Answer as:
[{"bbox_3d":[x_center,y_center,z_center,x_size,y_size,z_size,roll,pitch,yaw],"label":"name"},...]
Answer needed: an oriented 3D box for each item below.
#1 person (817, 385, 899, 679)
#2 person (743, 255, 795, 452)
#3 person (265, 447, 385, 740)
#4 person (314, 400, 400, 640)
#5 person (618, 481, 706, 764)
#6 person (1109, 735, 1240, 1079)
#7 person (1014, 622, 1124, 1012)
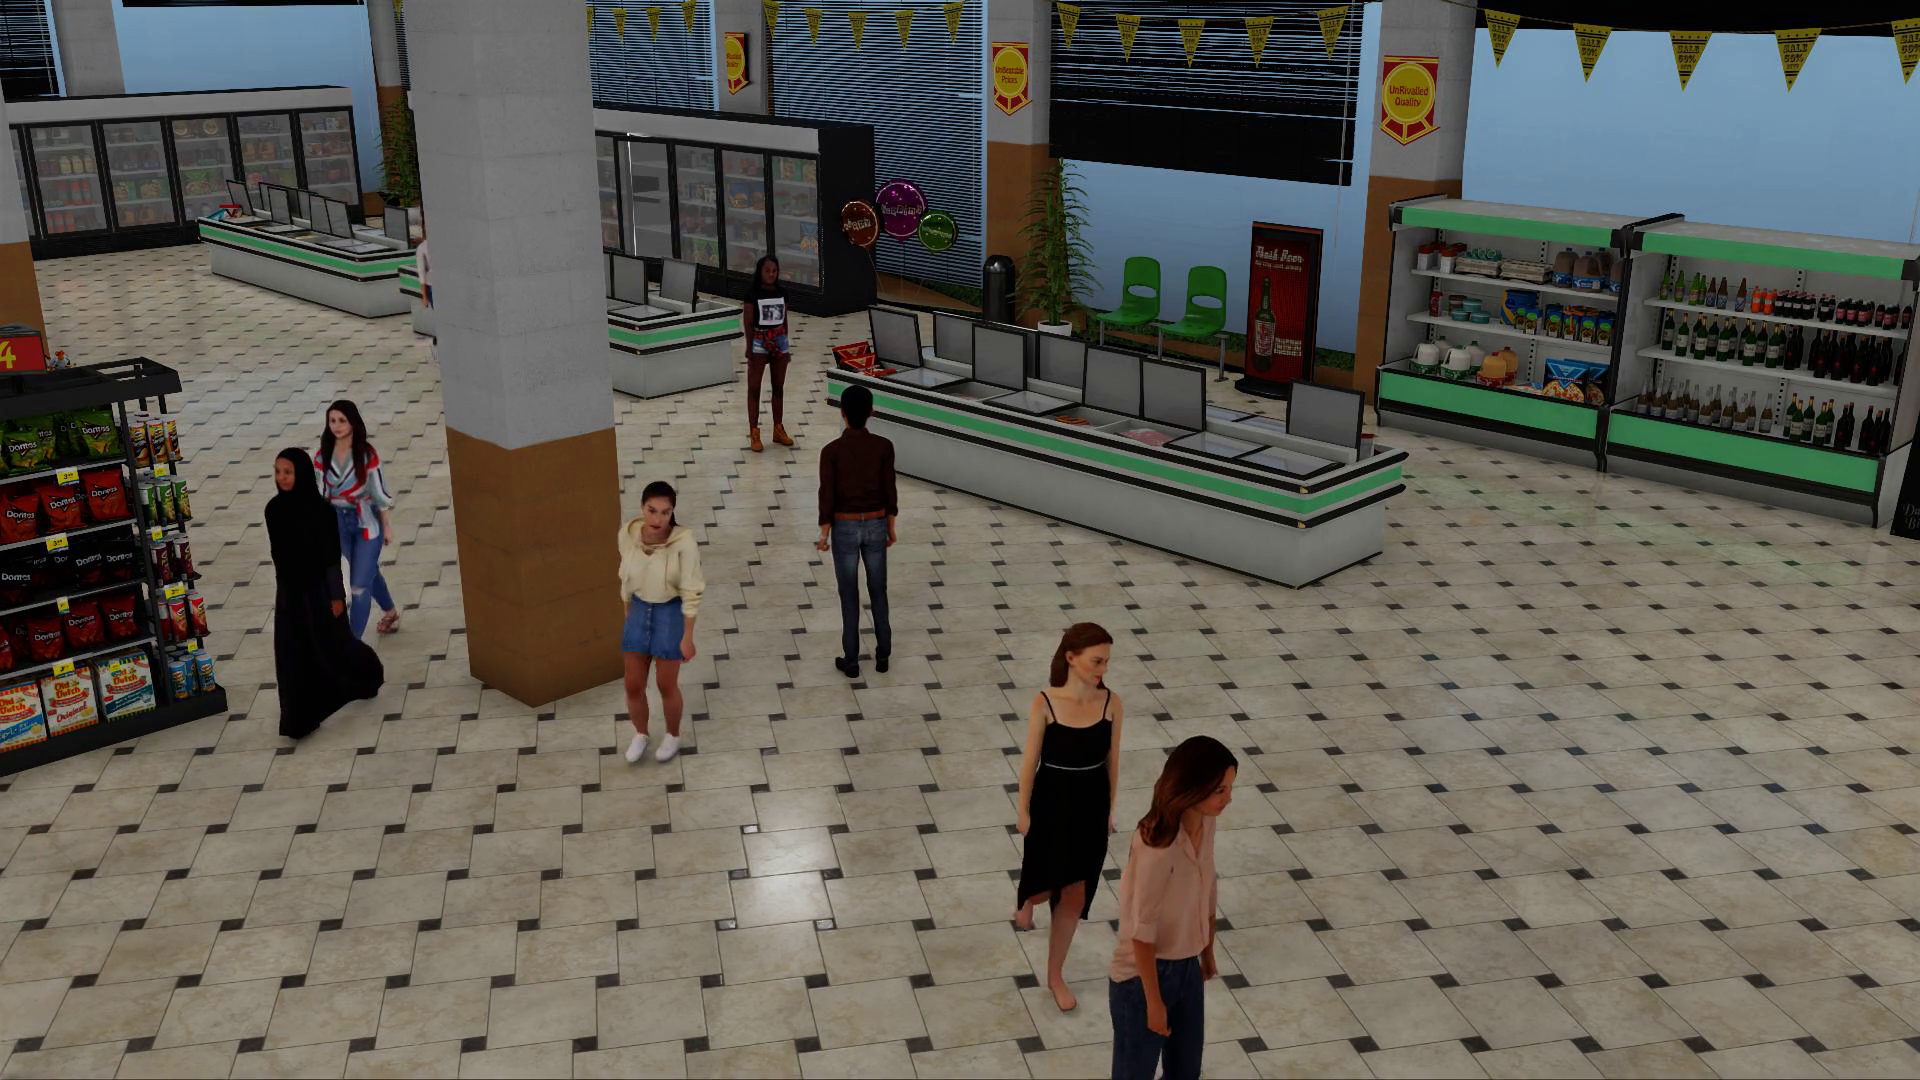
[{"bbox_3d":[-0.592,-0.051,9.905,0.717,1.782,0.684,-6,20,-18],"label":"person"},{"bbox_3d":[-1.718,-1.679,14.823,0.657,1.725,0.647,-12,22,-32],"label":"person"},{"bbox_3d":[-3.571,0.258,9.272,1.067,1.600,1.017,4,19,11],"label":"person"},{"bbox_3d":[-3.713,-0.083,10.336,1.105,1.567,1.087,3,19,8],"label":"person"},{"bbox_3d":[-1.580,0.435,8.761,0.734,1.591,0.842,10,21,28],"label":"person"},{"bbox_3d":[0.657,1.446,5.483,0.693,1.770,0.738,15,24,37],"label":"person"},{"bbox_3d":[0.435,1.082,6.826,0.880,1.602,1.000,-2,19,-5],"label":"person"}]
